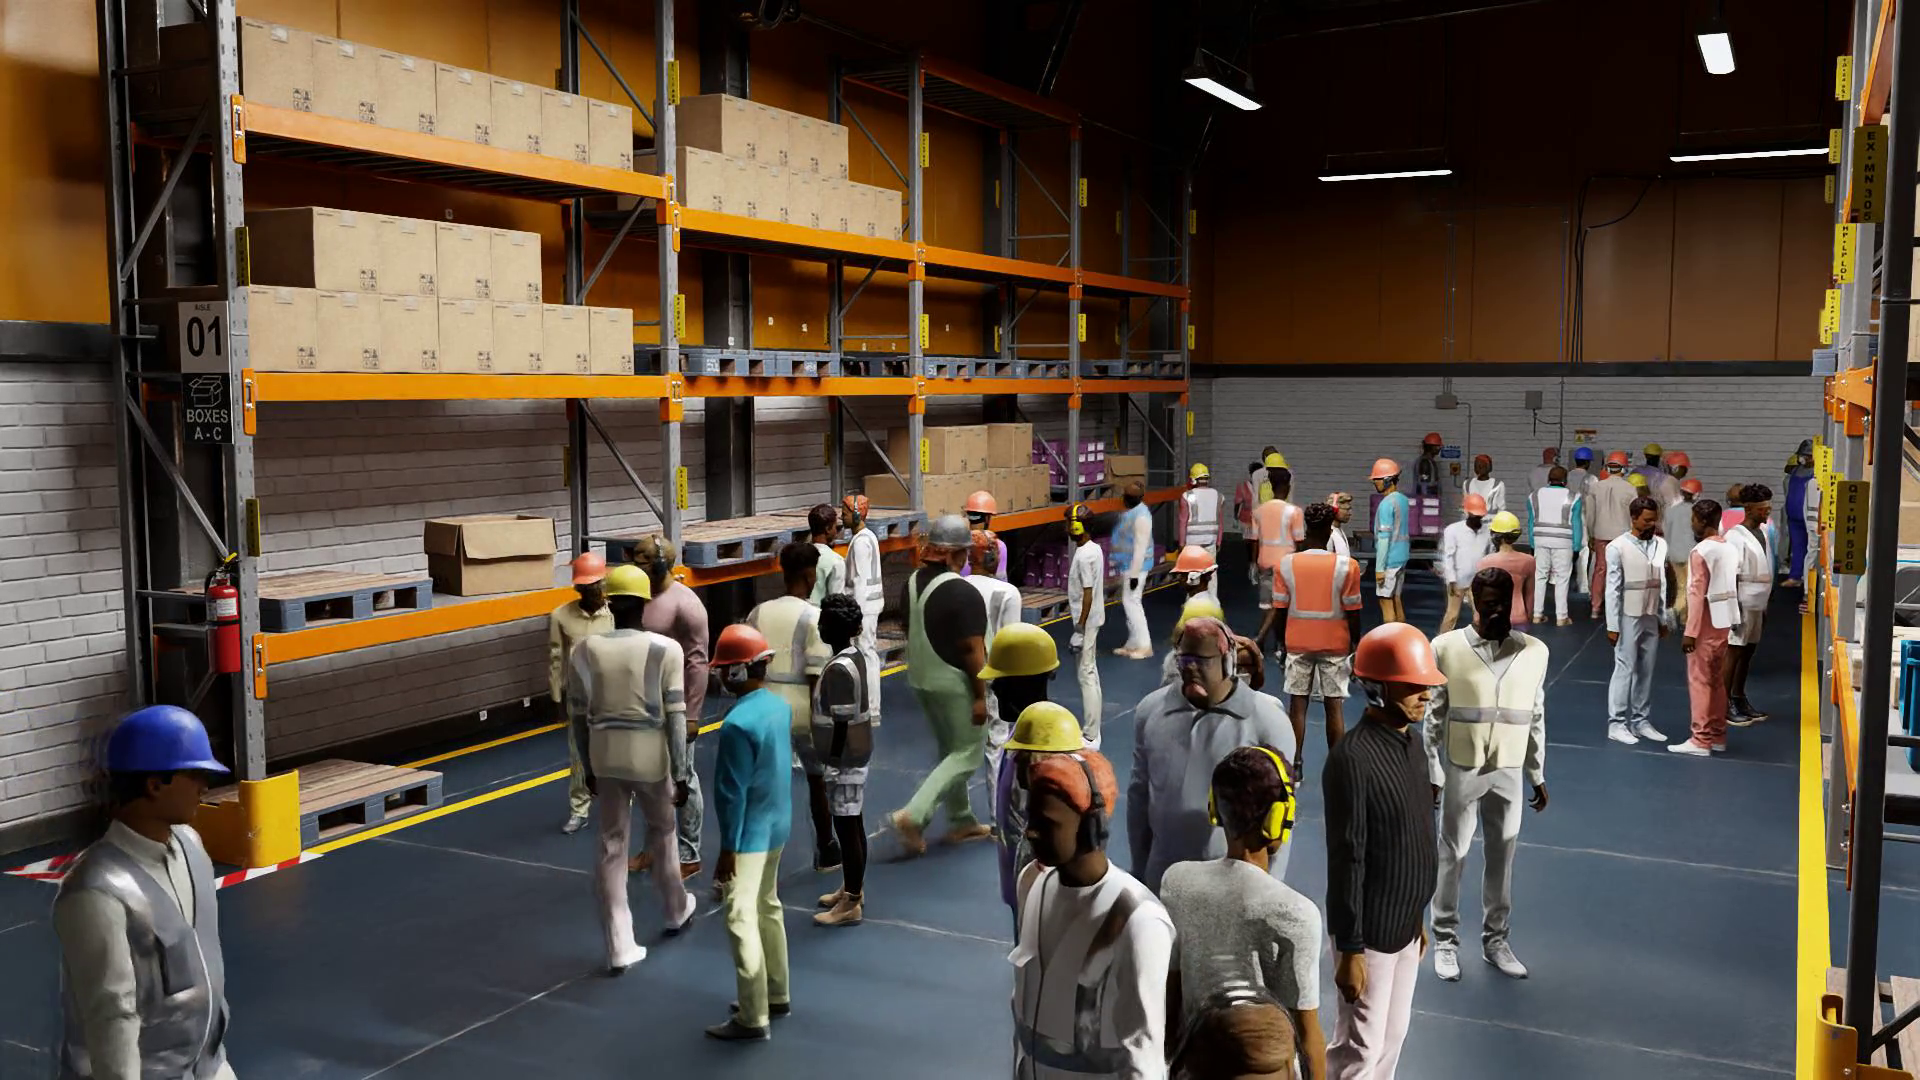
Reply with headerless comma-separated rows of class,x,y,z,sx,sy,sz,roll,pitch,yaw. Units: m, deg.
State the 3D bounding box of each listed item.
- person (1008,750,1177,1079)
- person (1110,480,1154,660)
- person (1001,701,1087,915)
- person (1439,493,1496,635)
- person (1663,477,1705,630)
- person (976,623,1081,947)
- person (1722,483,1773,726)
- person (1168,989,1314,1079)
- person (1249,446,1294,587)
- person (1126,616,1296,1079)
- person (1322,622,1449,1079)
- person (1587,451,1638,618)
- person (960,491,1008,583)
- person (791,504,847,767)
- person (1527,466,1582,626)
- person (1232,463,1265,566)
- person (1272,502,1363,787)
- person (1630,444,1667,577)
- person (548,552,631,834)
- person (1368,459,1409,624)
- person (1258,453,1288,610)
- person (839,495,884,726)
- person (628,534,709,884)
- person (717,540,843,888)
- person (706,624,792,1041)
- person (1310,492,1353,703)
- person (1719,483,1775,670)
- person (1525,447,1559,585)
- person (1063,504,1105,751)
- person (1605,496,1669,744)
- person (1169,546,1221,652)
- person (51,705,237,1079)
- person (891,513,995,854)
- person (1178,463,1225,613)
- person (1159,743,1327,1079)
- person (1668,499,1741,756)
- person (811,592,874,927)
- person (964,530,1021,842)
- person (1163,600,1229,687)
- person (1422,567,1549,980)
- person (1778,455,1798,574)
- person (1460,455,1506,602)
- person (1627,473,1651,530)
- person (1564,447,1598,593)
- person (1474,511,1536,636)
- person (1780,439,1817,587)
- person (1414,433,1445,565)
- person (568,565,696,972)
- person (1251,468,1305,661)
person,0.312,1.440,4.098,0.346,1.877,0.572,-3,6,-31
person,1.737,0.299,16.763,0.436,1.812,0.669,0,5,-3
person,0.285,1.384,5.368,0.307,1.743,0.494,0,5,-4
person,4.992,0.383,16.364,0.573,1.721,0.793,0,5,-3
person,8.064,0.169,18.506,0.626,1.734,0.570,-4,6,-34
person,0.255,1.246,5.931,0.398,1.920,0.586,-1,5,-7
person,6.397,0.516,13.515,0.612,1.964,0.364,-5,7,-43
person,0.404,1.598,2.552,0.521,1.829,0.619,0,5,1
person,4.229,-0.313,22.615,0.627,1.935,0.371,-2,6,-17
person,0.905,1.226,6.201,0.649,1.906,0.402,3,6,29
person,1.384,1.254,5.427,0.388,1.992,0.625,4,6,35
person,7.677,-0.048,19.509,0.621,1.986,0.409,5,7,44
person,0.132,0.579,13.075,0.549,1.927,0.393,3,6,26
person,-1.022,0.702,11.852,0.387,1.909,0.586,-5,7,-43
person,6.824,0.069,19.100,0.617,1.831,0.431,4,7,38
person,4.160,-0.267,23.594,0.560,1.635,0.878,2,6,16
person,2.436,0.719,11.336,0.605,1.966,0.367,2,6,21
person,9.854,-0.416,23.774,0.381,1.922,0.594,-3,6,-31
person,-2.234,0.939,10.166,0.568,1.743,0.368,0,5,1
person,4.231,0.211,16.488,0.405,2.032,0.611,3,6,32
person,3.836,-0.104,20.402,0.367,1.927,0.587,2,6,22
person,-0.793,0.569,13.461,0.354,1.876,0.574,0,5,-1
person,-1.643,0.930,9.215,0.635,1.936,0.352,5,7,43
person,-0.984,0.958,9.138,0.615,1.910,0.996,3,6,32
person,-0.908,1.226,7.089,0.354,1.737,0.576,1,5,13
person,3.196,0.500,14.421,0.388,1.837,0.560,2,6,20
person,7.369,0.372,15.797,0.654,1.828,0.454,2,6,23
person,8.130,-0.331,22.958,0.399,1.908,0.643,-4,6,-35
person,0.922,0.660,12.525,0.327,1.865,0.520,1,5,12
person,5.205,0.613,12.819,0.598,1.907,0.409,-3,6,-28
person,1.466,0.909,10.417,0.335,1.749,0.575,2,6,17
person,-2.077,1.395,4.307,0.441,1.928,0.649,1,5,9
person,-0.091,0.829,9.761,0.791,2.000,0.696,-4,6,-34
person,2.872,-0.005,19.892,0.596,1.823,0.403,-2,6,-20
person,0.728,1.436,4.174,0.329,1.865,0.507,-5,7,-44
person,5.600,0.650,12.416,0.599,1.908,0.396,-5,7,-44
person,-0.605,1.114,8.521,0.318,1.697,0.535,0,5,3
person,0.120,0.877,10.081,0.575,1.882,0.360,3,6,27
person,1.179,1.135,8.350,0.347,1.702,0.577,-2,6,-21
person,2.445,1.074,7.763,0.587,1.920,0.386,0,5,-5
person,12.146,-0.372,24.260,0.302,1.745,0.483,4,7,38
person,6.568,-0.131,20.928,0.575,1.882,0.361,5,7,43
person,7.876,0.087,19.392,0.324,1.732,0.495,-1,5,-6
person,8.234,-0.266,22.096,0.417,1.939,0.610,-3,6,-27
person,4.253,0.660,13.024,0.532,1.772,0.300,-2,6,-17
person,11.396,-0.345,22.392,0.536,2.000,0.684,-2,6,-21
person,7.195,-0.626,25.475,0.418,2.035,0.609,2,6,23
person,-1.565,1.064,8.073,0.607,1.875,0.942,1,5,6
person,3.157,0.240,16.728,0.909,1.936,0.598,-5,7,-41
